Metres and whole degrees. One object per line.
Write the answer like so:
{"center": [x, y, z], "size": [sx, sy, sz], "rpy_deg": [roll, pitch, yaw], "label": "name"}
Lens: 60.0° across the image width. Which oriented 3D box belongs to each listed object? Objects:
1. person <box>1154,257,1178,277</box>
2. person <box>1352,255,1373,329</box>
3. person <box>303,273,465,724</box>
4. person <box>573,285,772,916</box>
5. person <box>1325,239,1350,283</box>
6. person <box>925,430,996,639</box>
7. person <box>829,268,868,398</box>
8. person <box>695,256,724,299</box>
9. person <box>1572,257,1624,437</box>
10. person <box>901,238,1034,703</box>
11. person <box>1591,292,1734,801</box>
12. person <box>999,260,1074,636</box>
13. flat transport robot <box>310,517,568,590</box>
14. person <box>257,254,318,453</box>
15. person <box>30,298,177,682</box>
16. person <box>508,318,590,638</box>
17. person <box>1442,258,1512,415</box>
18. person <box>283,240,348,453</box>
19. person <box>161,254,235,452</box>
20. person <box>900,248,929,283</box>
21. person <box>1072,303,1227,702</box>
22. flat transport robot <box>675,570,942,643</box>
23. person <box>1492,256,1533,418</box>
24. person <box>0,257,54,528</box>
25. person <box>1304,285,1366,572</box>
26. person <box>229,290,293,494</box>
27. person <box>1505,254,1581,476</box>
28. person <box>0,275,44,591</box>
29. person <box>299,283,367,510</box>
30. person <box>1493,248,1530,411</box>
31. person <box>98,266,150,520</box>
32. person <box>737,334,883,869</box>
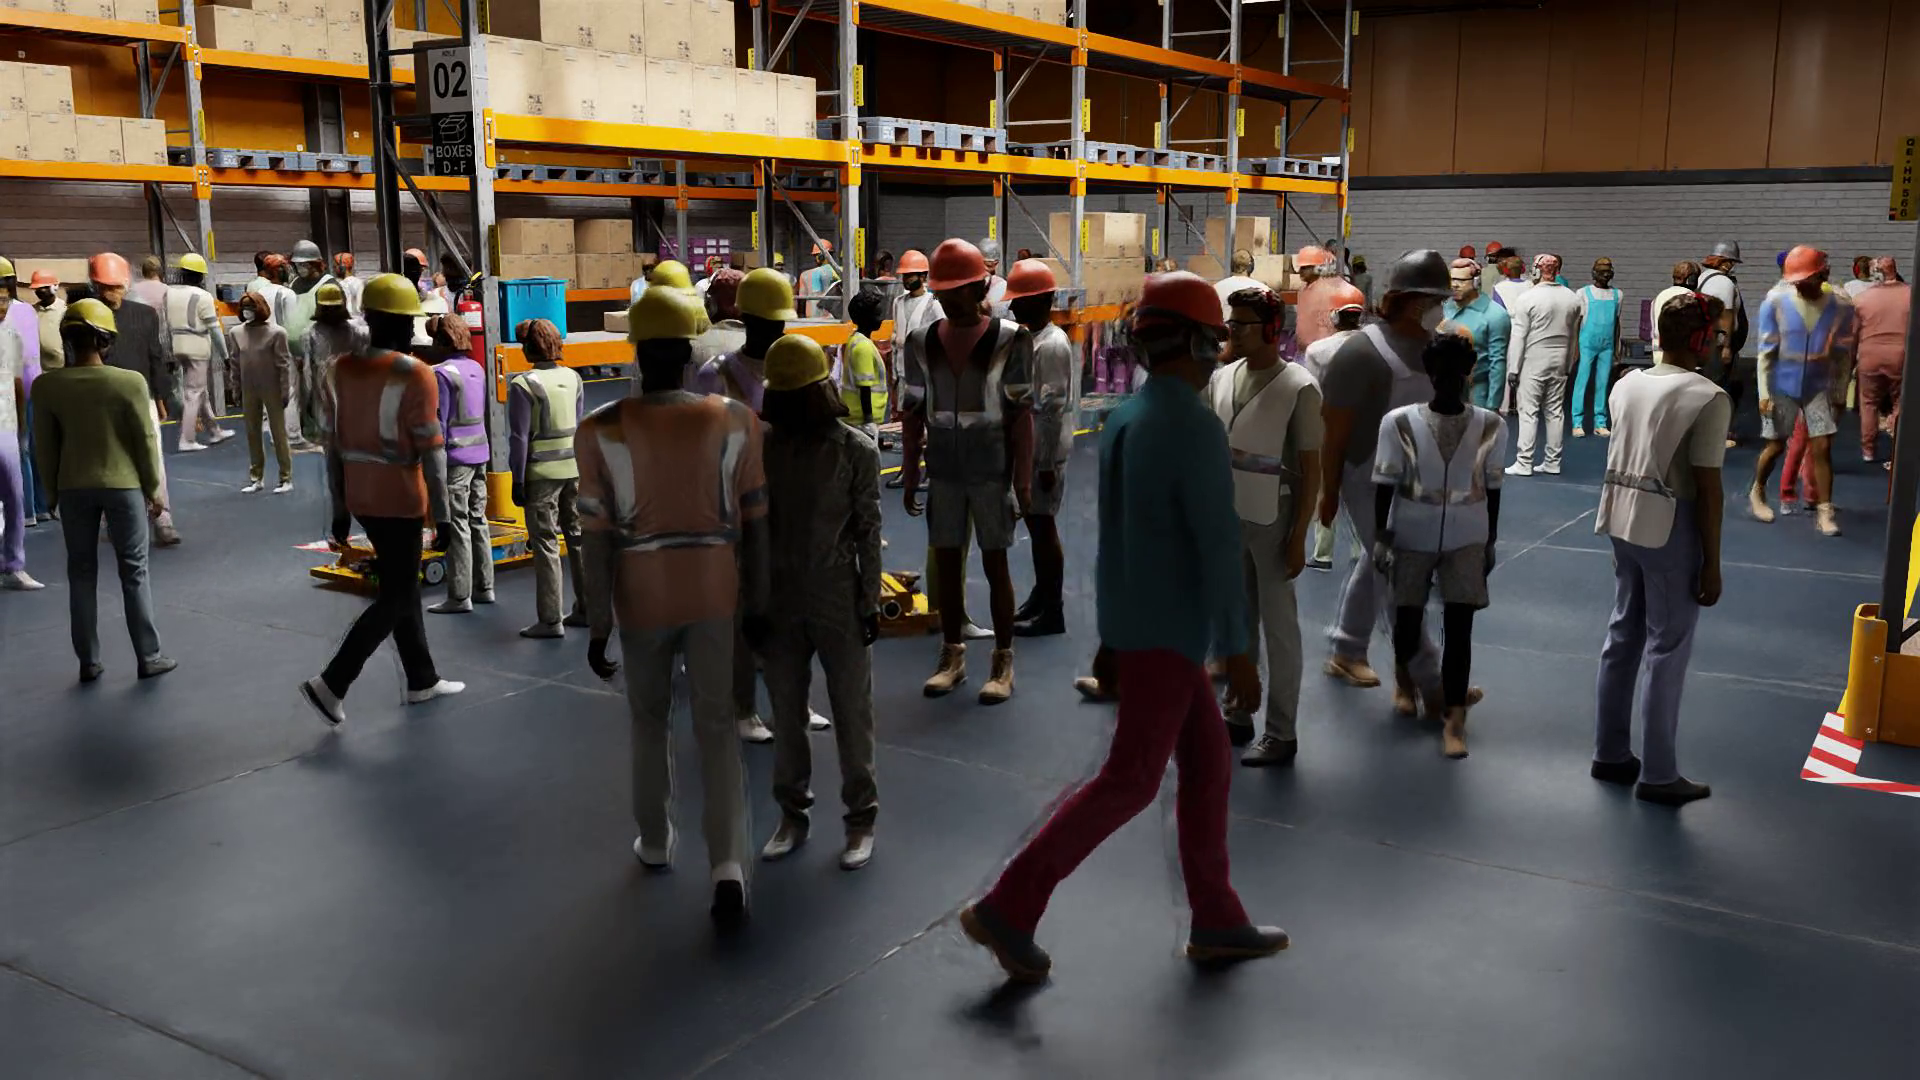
{"center": [2.156, -2.031, 17.427], "size": [0.345, 1.846, 0.508], "rpy_deg": [-1, 10, -3], "label": "person"}
{"center": [6.643, -3.871, 27.841], "size": [0.524, 1.769, 0.316], "rpy_deg": [-3, 11, -17], "label": "person"}
{"center": [-2.444, -0.163, 6.967], "size": [0.615, 1.895, 0.841], "rpy_deg": [6, 12, 28], "label": "person"}
{"center": [-0.846, 0.184, 5.060], "size": [0.600, 1.907, 0.896], "rpy_deg": [-4, 11, -19], "label": "person"}
{"center": [5.965, -3.840, 26.909], "size": [0.538, 2.000, 0.684], "rpy_deg": [-3, 11, -18], "label": "person"}
{"center": [-0.018, -0.313, 8.498], "size": [0.285, 1.631, 0.501], "rpy_deg": [-4, 11, -23], "label": "person"}
{"center": [-1.136, -2.178, 18.080], "size": [0.600, 1.909, 0.398], "rpy_deg": [-4, 11, -23], "label": "person"}
{"center": [-2.971, -2.461, 19.848], "size": [0.392, 1.836, 0.561], "rpy_deg": [5, 11, 24], "label": "person"}
{"center": [6.545, -1.970, 17.091], "size": [0.508, 1.846, 0.345], "rpy_deg": [-1, 10, -4], "label": "person"}
{"center": [0.023, -0.297, 7.314], "size": [0.619, 2.029, 0.410], "rpy_deg": [4, 11, 21], "label": "person"}
{"center": [2.534, 0.027, 6.042], "size": [0.392, 1.838, 0.561], "rpy_deg": [-3, 11, -15], "label": "person"}
{"center": [0.383, -0.462, 8.528], "size": [0.388, 1.926, 0.549], "rpy_deg": [-2, 10, -9], "label": "person"}
{"center": [-3.153, 0.065, 10.174], "size": [0.652, 0.197, 1.431], "rpy_deg": [7, 13, 35], "label": "flat transport robot"}
{"center": [-6.448, -1.766, 15.850], "size": [0.575, 1.885, 0.355], "rpy_deg": [6, 12, 30], "label": "person"}
{"center": [-3.943, -0.223, 7.656], "size": [0.523, 1.759, 0.335], "rpy_deg": [-1, 10, -7], "label": "person"}
{"center": [-2.102, -0.317, 8.532], "size": [0.315, 1.630, 0.512], "rpy_deg": [5, 11, 26], "label": "person"}
{"center": [3.441, -0.976, 11.443], "size": [0.400, 1.899, 0.647], "rpy_deg": [-8, 13, -37], "label": "person"}
{"center": [-6.183, -1.845, 15.855], "size": [0.683, 2.000, 0.535], "rpy_deg": [5, 12, 27], "label": "person"}
{"center": [-7.315, -1.816, 16.121], "size": [0.601, 1.881, 0.892], "rpy_deg": [5, 11, 25], "label": "person"}
{"center": [-0.742, -4.042, 28.482], "size": [0.643, 1.890, 1.021], "rpy_deg": [5, 11, 25], "label": "person"}
{"center": [0.965, -0.193, 7.410], "size": [0.969, 1.801, 0.521], "rpy_deg": [-5, 11, -26], "label": "person"}
{"center": [-0.843, 0.337, 8.668], "size": [1.431, 0.197, 0.652], "rpy_deg": [-3, 11, -15], "label": "flat transport robot"}
{"center": [6.308, -2.308, 18.967], "size": [0.565, 1.841, 0.384], "rpy_deg": [-3, 11, -15], "label": "person"}
{"center": [-6.718, -1.047, 11.774], "size": [0.398, 1.920, 0.586], "rpy_deg": [0, 10, -1], "label": "person"}
{"center": [2.344, -0.680, 10.193], "size": [0.573, 1.750, 0.329], "rpy_deg": [-2, 10, -13], "label": "person"}
{"center": [-5.595, -1.180, 13.321], "size": [0.504, 1.626, 0.281], "rpy_deg": [2, 10, 8], "label": "person"}
{"center": [4.986, -1.494, 14.310], "size": [0.644, 1.900, 0.399], "rpy_deg": [-4, 11, -20], "label": "person"}
{"center": [-5.672, -0.619, 9.608], "size": [0.649, 1.843, 0.537], "rpy_deg": [5, 11, 26], "label": "person"}
{"center": [-4.788, -1.117, 12.780], "size": [0.493, 1.705, 0.864], "rpy_deg": [-6, 12, -28], "label": "person"}
{"center": [6.586, -2.505, 19.850], "size": [0.425, 1.928, 0.682], "rpy_deg": [-3, 11, -17], "label": "person"}
{"center": [-6.043, -1.080, 11.984], "size": [0.638, 1.910, 0.407], "rpy_deg": [7, 12, 34], "label": "person"}
{"center": [-0.494, 0.202, 5.380], "size": [0.492, 1.729, 0.324], "rpy_deg": [2, 10, 12], "label": "person"}
